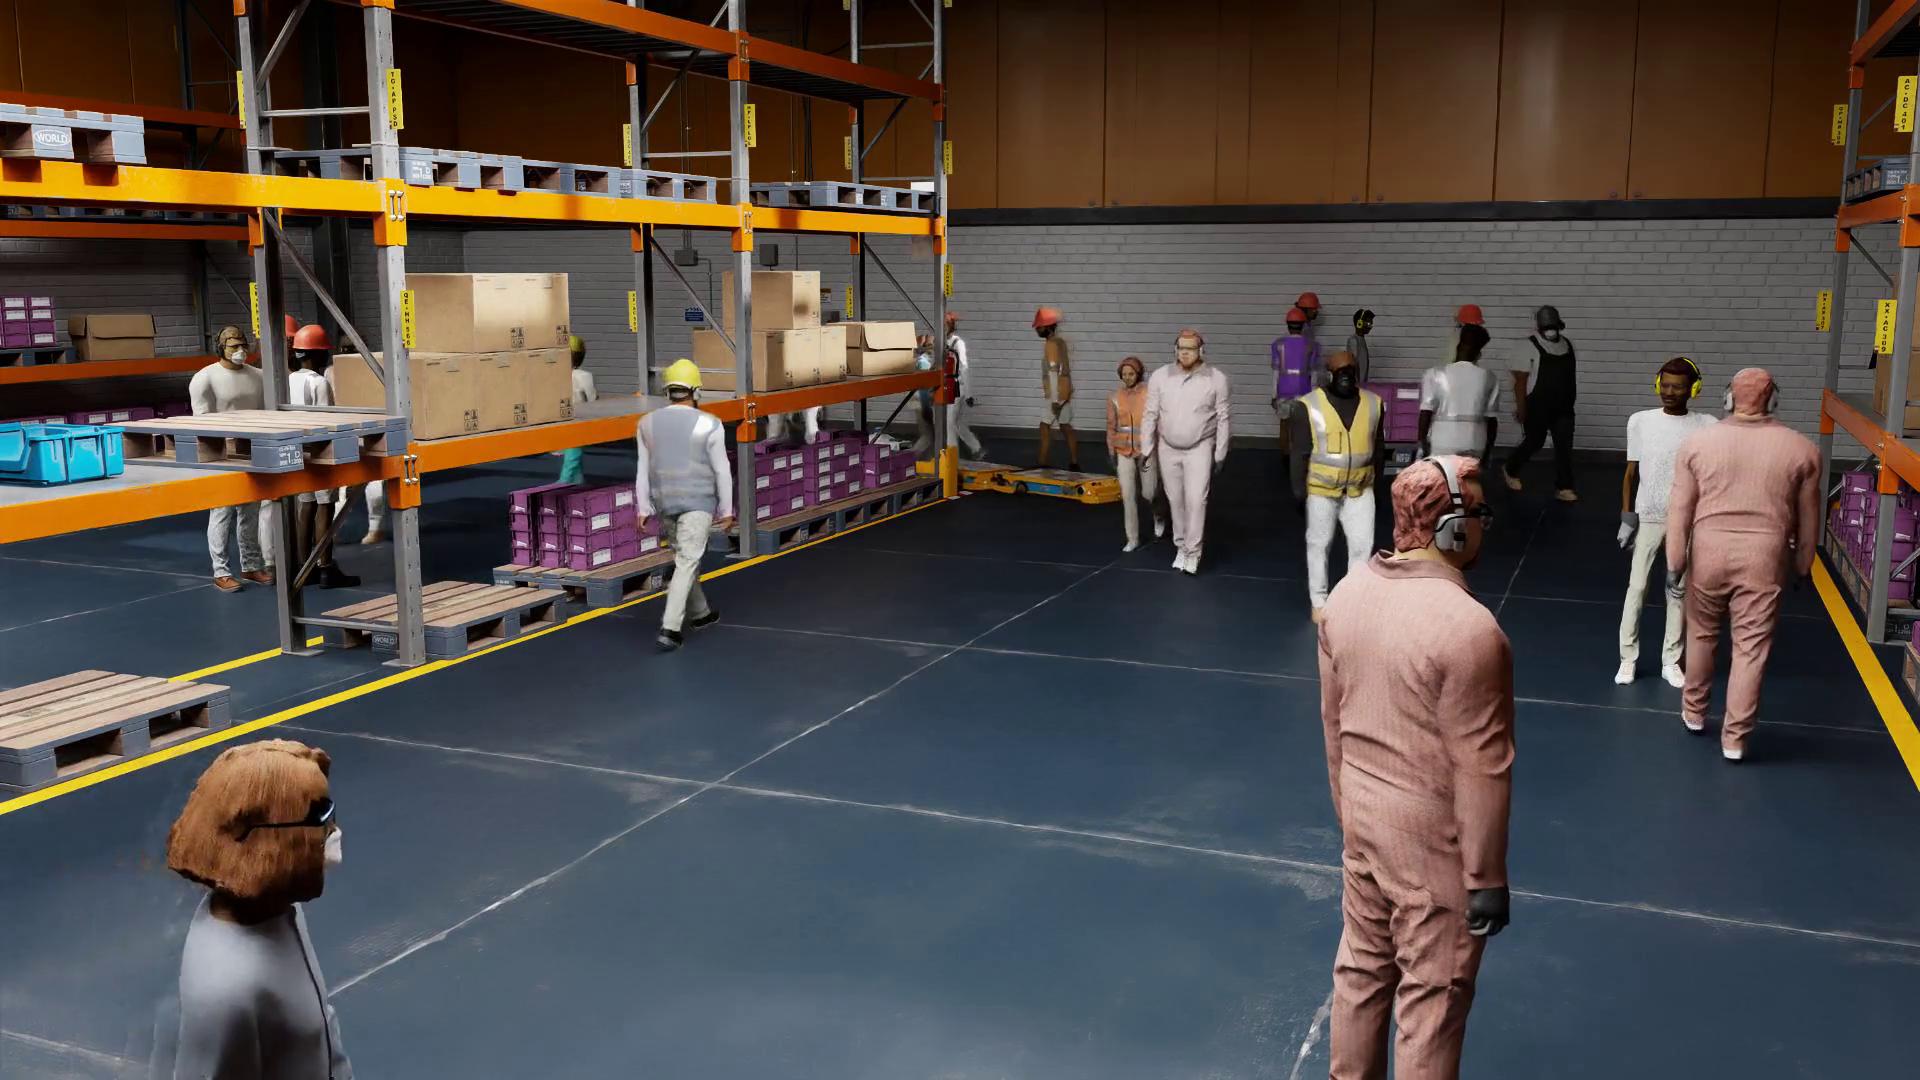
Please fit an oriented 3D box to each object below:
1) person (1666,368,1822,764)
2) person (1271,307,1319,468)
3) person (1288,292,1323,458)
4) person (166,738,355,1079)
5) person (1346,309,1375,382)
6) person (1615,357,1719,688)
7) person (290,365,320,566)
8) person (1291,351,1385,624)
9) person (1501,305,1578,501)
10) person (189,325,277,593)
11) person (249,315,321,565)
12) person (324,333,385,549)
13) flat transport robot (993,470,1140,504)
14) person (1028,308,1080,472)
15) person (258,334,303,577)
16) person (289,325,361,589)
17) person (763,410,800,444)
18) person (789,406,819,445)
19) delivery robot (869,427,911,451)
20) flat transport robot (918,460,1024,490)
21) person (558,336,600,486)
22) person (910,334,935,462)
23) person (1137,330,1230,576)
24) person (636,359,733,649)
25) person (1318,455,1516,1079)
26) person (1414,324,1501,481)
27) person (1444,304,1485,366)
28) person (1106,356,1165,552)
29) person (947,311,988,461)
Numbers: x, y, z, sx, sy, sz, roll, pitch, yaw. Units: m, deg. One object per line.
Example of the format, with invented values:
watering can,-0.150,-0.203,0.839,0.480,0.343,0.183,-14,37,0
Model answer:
person,3.822,0.101,8.141,0.668,1.870,0.881,5,10,26
person,3.847,-1.720,19.129,0.546,1.902,0.902,1,9,8
person,4.260,-2.027,20.521,0.391,2.040,0.614,2,10,13
person,-1.069,1.110,2.817,0.769,1.599,0.510,-3,10,-19
person,4.651,-1.748,19.401,0.329,1.857,0.514,3,10,18
person,3.980,-0.093,9.355,0.520,1.862,0.333,3,10,15
person,-5.184,-0.563,12.885,0.507,1.631,0.280,-4,10,-22
person,2.478,-0.306,10.774,0.650,1.814,0.767,0,9,-3
person,5.929,-1.435,16.940,0.702,2.000,0.854,-3,10,-17
person,-5.292,-0.597,12.168,0.355,1.937,0.635,5,11,27
person,-5.219,-0.750,12.924,0.378,1.996,0.611,9,13,43
person,-5.083,-0.840,14.011,0.643,1.812,0.614,1,9,8
flat transport robot,1.074,-0.562,16.996,1.431,0.197,0.652,9,13,44
person,1.023,-1.595,18.363,0.668,1.901,0.567,3,10,16
person,-5.185,-0.649,12.700,0.619,1.862,0.539,1,9,4
person,-4.715,-0.607,12.229,0.545,1.938,0.355,7,12,38
person,-1.834,-1.359,17.765,0.787,1.602,0.542,-5,11,-28
person,-1.777,-1.825,19.678,0.643,1.919,0.536,5,11,29
delivery robot,-0.903,-1.019,18.623,0.707,0.478,0.477,6,11,33
flat transport robot,0.012,-0.721,17.963,0.652,0.197,1.431,-8,12,-39
person,-3.546,-1.021,15.399,0.534,1.720,0.893,6,11,31
person,-0.398,-1.437,18.183,0.426,1.633,0.548,1,9,3
person,1.691,-0.659,12.756,0.650,1.871,0.911,4,10,23
person,-1.724,-0.237,10.442,0.604,1.790,0.941,3,10,18
person,1.169,0.739,4.167,0.405,1.911,0.636,-4,10,-20
person,3.826,-0.719,12.960,0.750,1.920,0.444,0,9,2
person,5.410,-1.545,17.875,0.457,1.962,0.746,6,11,31
person,1.493,-0.721,13.853,0.546,1.621,0.510,4,10,24
person,0.028,-1.719,19.227,0.687,1.857,0.596,-4,10,-21
